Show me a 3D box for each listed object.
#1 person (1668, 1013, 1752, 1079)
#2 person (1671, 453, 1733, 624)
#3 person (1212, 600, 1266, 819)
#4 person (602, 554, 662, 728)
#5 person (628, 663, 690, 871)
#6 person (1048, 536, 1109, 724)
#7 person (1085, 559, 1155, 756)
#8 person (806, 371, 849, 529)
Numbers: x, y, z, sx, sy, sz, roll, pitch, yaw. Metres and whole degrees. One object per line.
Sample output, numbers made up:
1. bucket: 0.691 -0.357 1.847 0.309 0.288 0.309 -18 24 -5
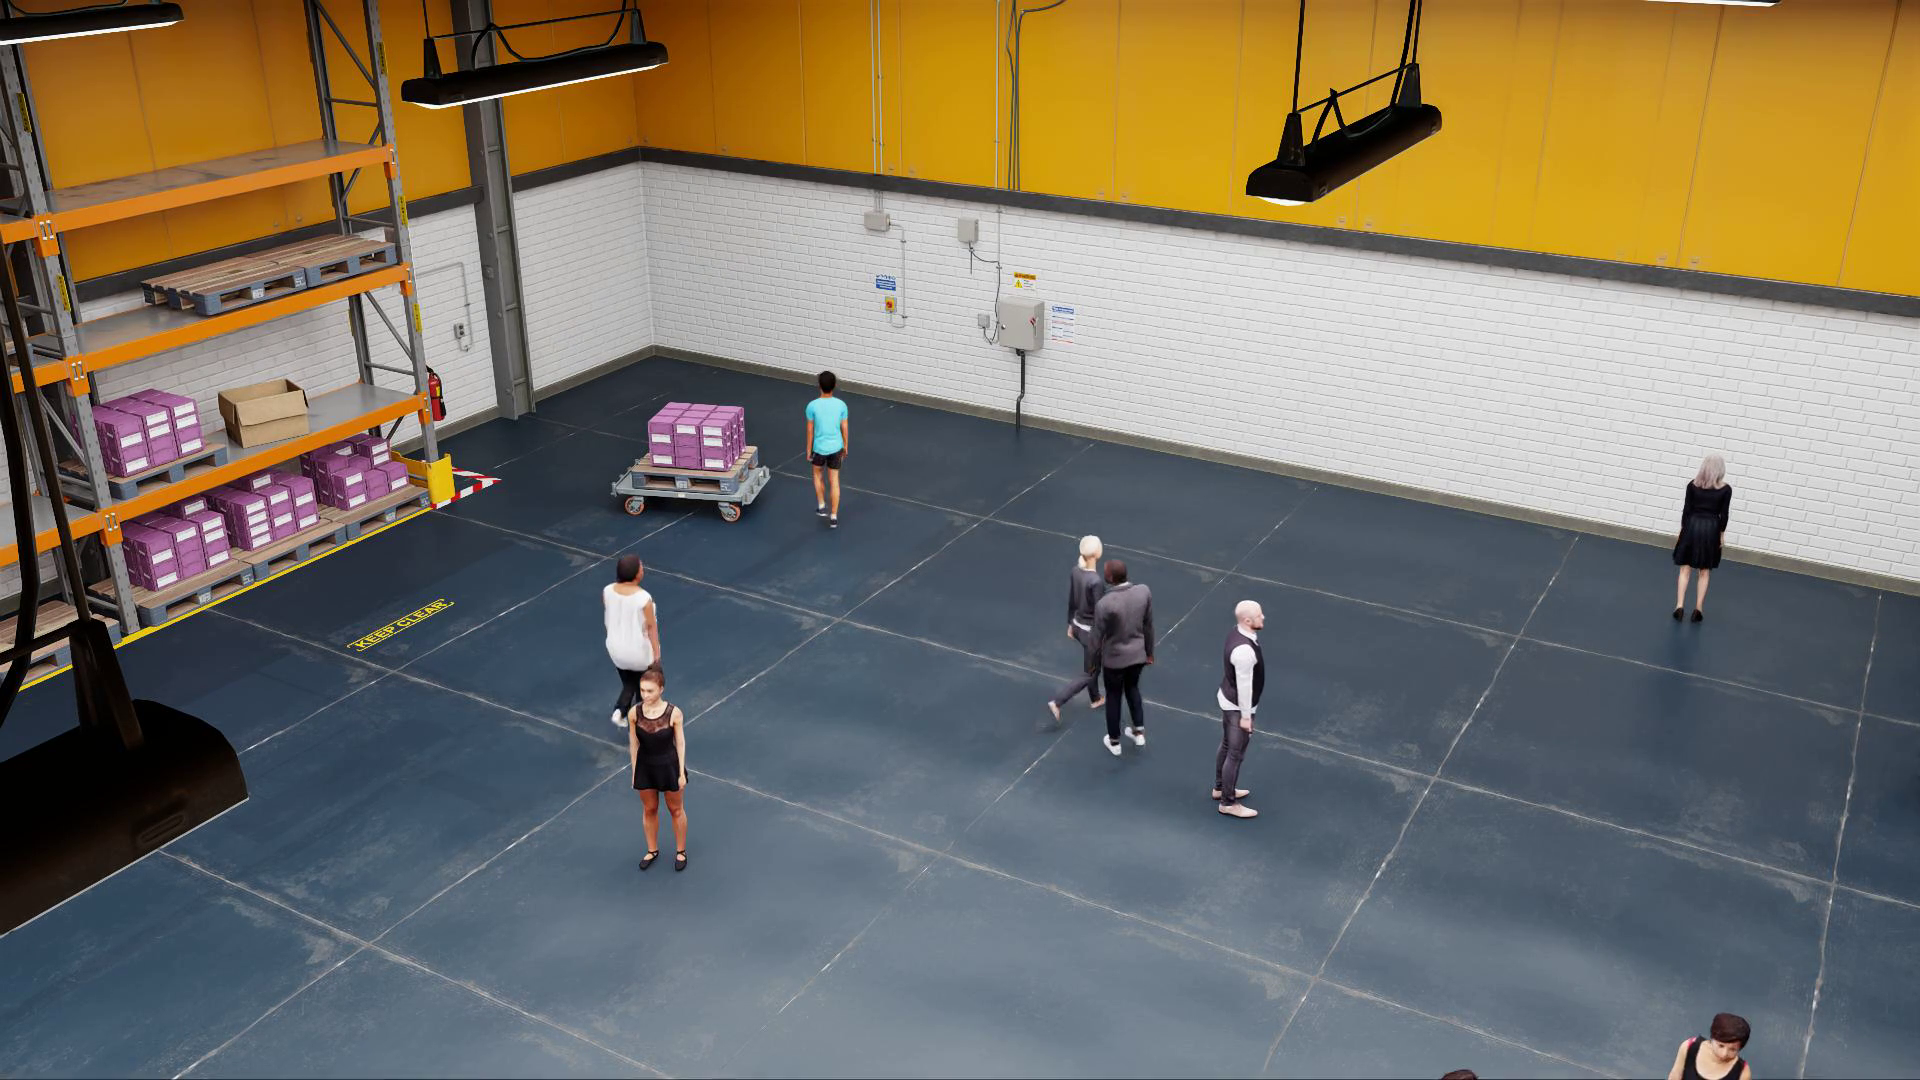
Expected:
1. person: 4.106 3.174 9.190 0.618 1.535 0.714 21 31 39
2. person: 7.236 -0.029 16.253 0.624 1.747 0.594 10 25 21
3. person: 2.203 1.303 13.112 0.840 1.822 0.715 0 24 -1
4. person: -2.821 0.926 14.158 0.650 1.675 0.650 12 26 26
5. person: -2.236 1.697 12.394 0.665 1.675 0.680 2 24 5
6. person: 1.060 0.794 14.427 1.080 1.701 0.940 -11 26 -24
7. person: 1.361 1.006 13.811 0.821 1.807 0.920 -8 25 -18
8. person: -1.444 -0.964 18.383 0.848 1.754 0.909 -5 24 -12
